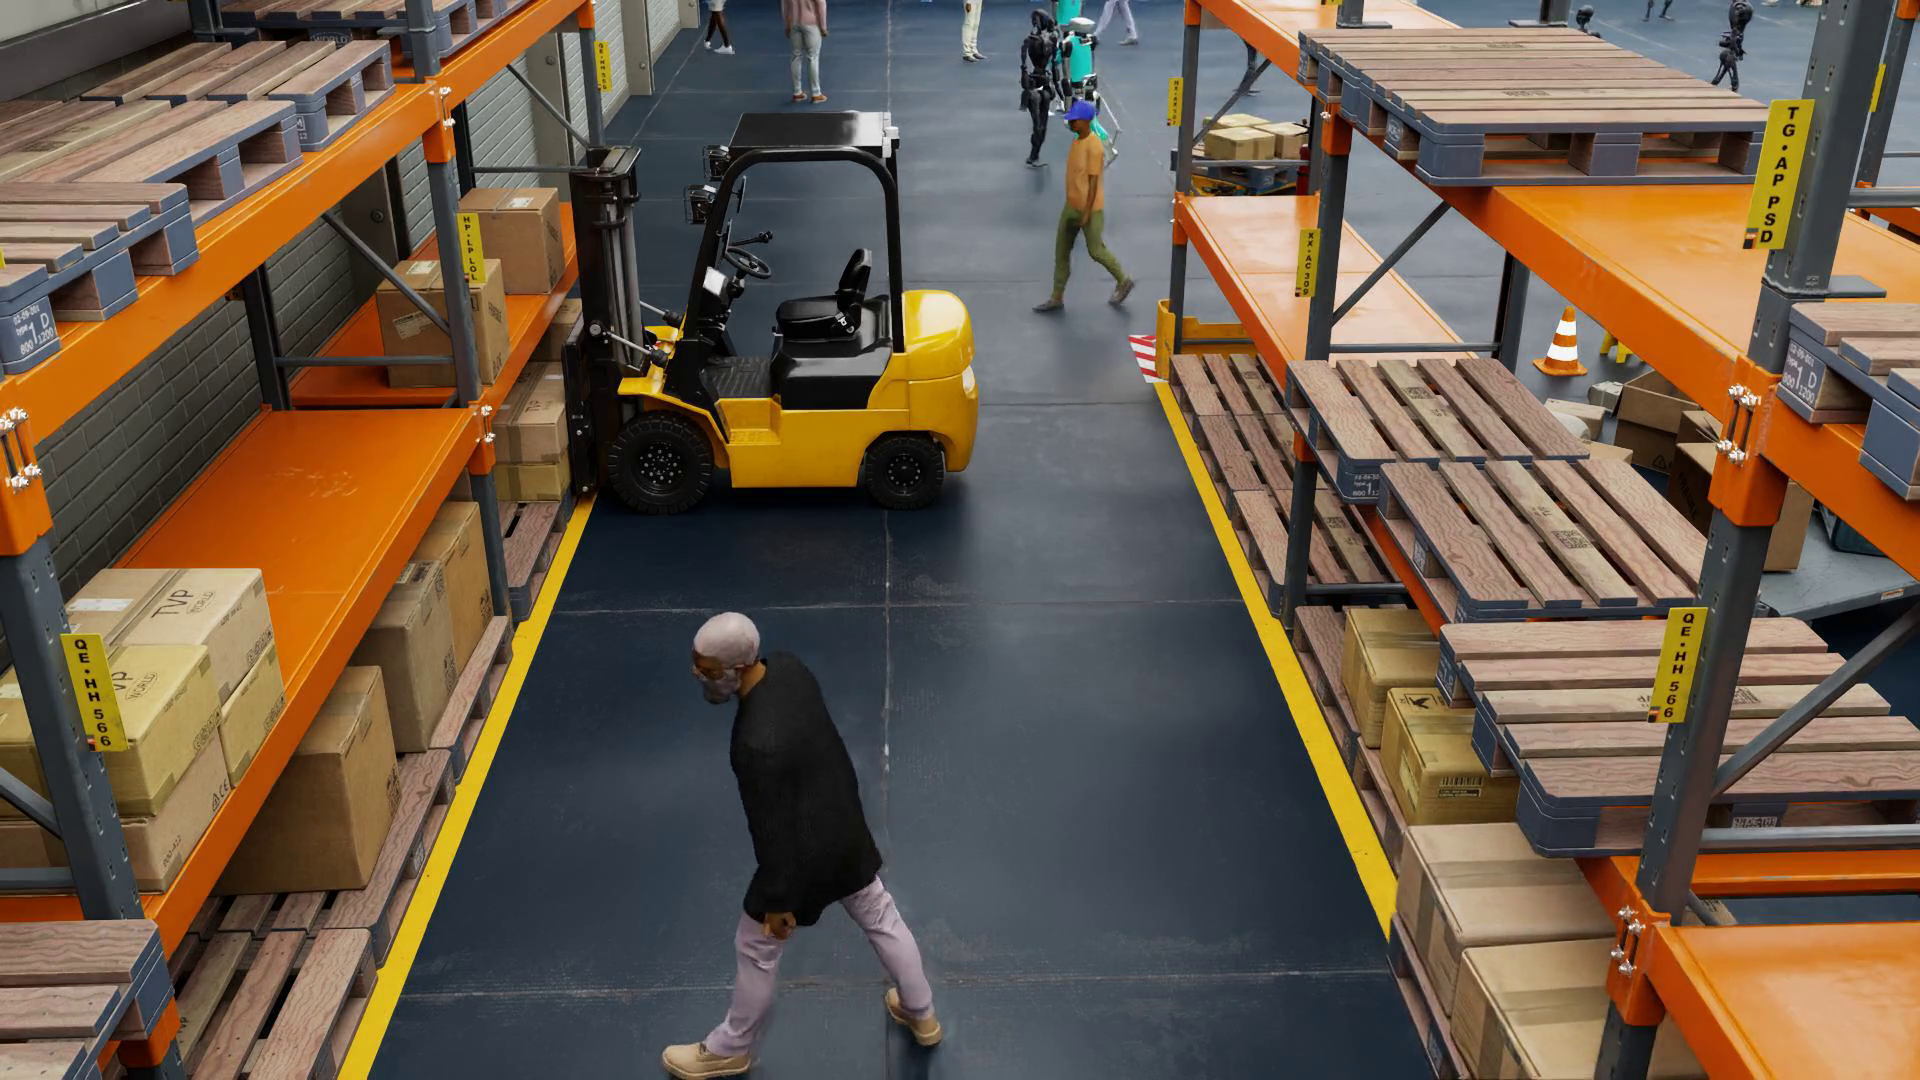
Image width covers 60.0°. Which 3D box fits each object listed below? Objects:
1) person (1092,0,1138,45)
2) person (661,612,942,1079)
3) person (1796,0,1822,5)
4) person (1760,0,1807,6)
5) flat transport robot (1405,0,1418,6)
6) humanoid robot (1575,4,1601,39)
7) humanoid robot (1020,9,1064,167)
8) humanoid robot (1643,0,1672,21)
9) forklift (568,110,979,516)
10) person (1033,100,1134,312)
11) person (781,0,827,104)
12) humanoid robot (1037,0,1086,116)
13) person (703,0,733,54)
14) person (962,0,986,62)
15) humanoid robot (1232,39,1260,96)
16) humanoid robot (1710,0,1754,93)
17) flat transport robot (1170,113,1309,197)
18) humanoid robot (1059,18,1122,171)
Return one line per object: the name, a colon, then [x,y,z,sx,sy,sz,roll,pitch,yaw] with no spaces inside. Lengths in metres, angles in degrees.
person: [2.346,-8.504,25.531,0.949,1.776,0.574,-3,25,-6]
person: [-0.511,0.996,5.438,0.914,1.789,0.617,6,26,12]
person: [15.368,-10.559,29.767,0.523,1.894,0.401,22,33,39]
person: [14.826,-10.354,29.524,0.547,1.728,0.660,-17,30,-31]
flat transport robot: [6.323,-7.896,26.026,0.659,0.231,1.431,22,33,39]
humanoid robot: [6.752,-5.095,18.480,0.614,1.650,0.608,-2,25,-4]
humanoid robot: [0.877,-4.885,18.001,0.608,1.659,0.338,-23,33,-39]
humanoid robot: [11.858,-9.594,27.964,0.589,1.640,0.380,-2,25,-4]
forklift: [-1.043,-1.379,9.976,2.313,2.155,1.214,-1,25,-2]
person: [1.032,-2.665,13.285,0.816,1.684,0.454,-13,28,-25]
person: [-1.999,-6.592,21.320,0.628,1.936,0.363,11,28,23]
humanoid robot: [1.187,-6.175,20.631,0.531,1.750,0.740,-16,30,-31]
person: [-3.706,-8.304,25.042,0.865,1.844,0.525,23,34,39]
person: [0.221,-7.906,24.308,0.336,1.748,0.563,10,27,21]
humanoid robot: [3.812,-6.669,21.806,0.412,1.653,0.612,1,25,2]
humanoid robot: [9.569,-6.141,20.736,0.769,1.645,0.589,15,29,28]
flat transport robot: [2.937,-3.699,17.136,1.431,0.231,0.659,-22,33,-39]
humanoid robot: [1.342,-4.257,16.636,0.664,1.829,0.542,19,31,34]
